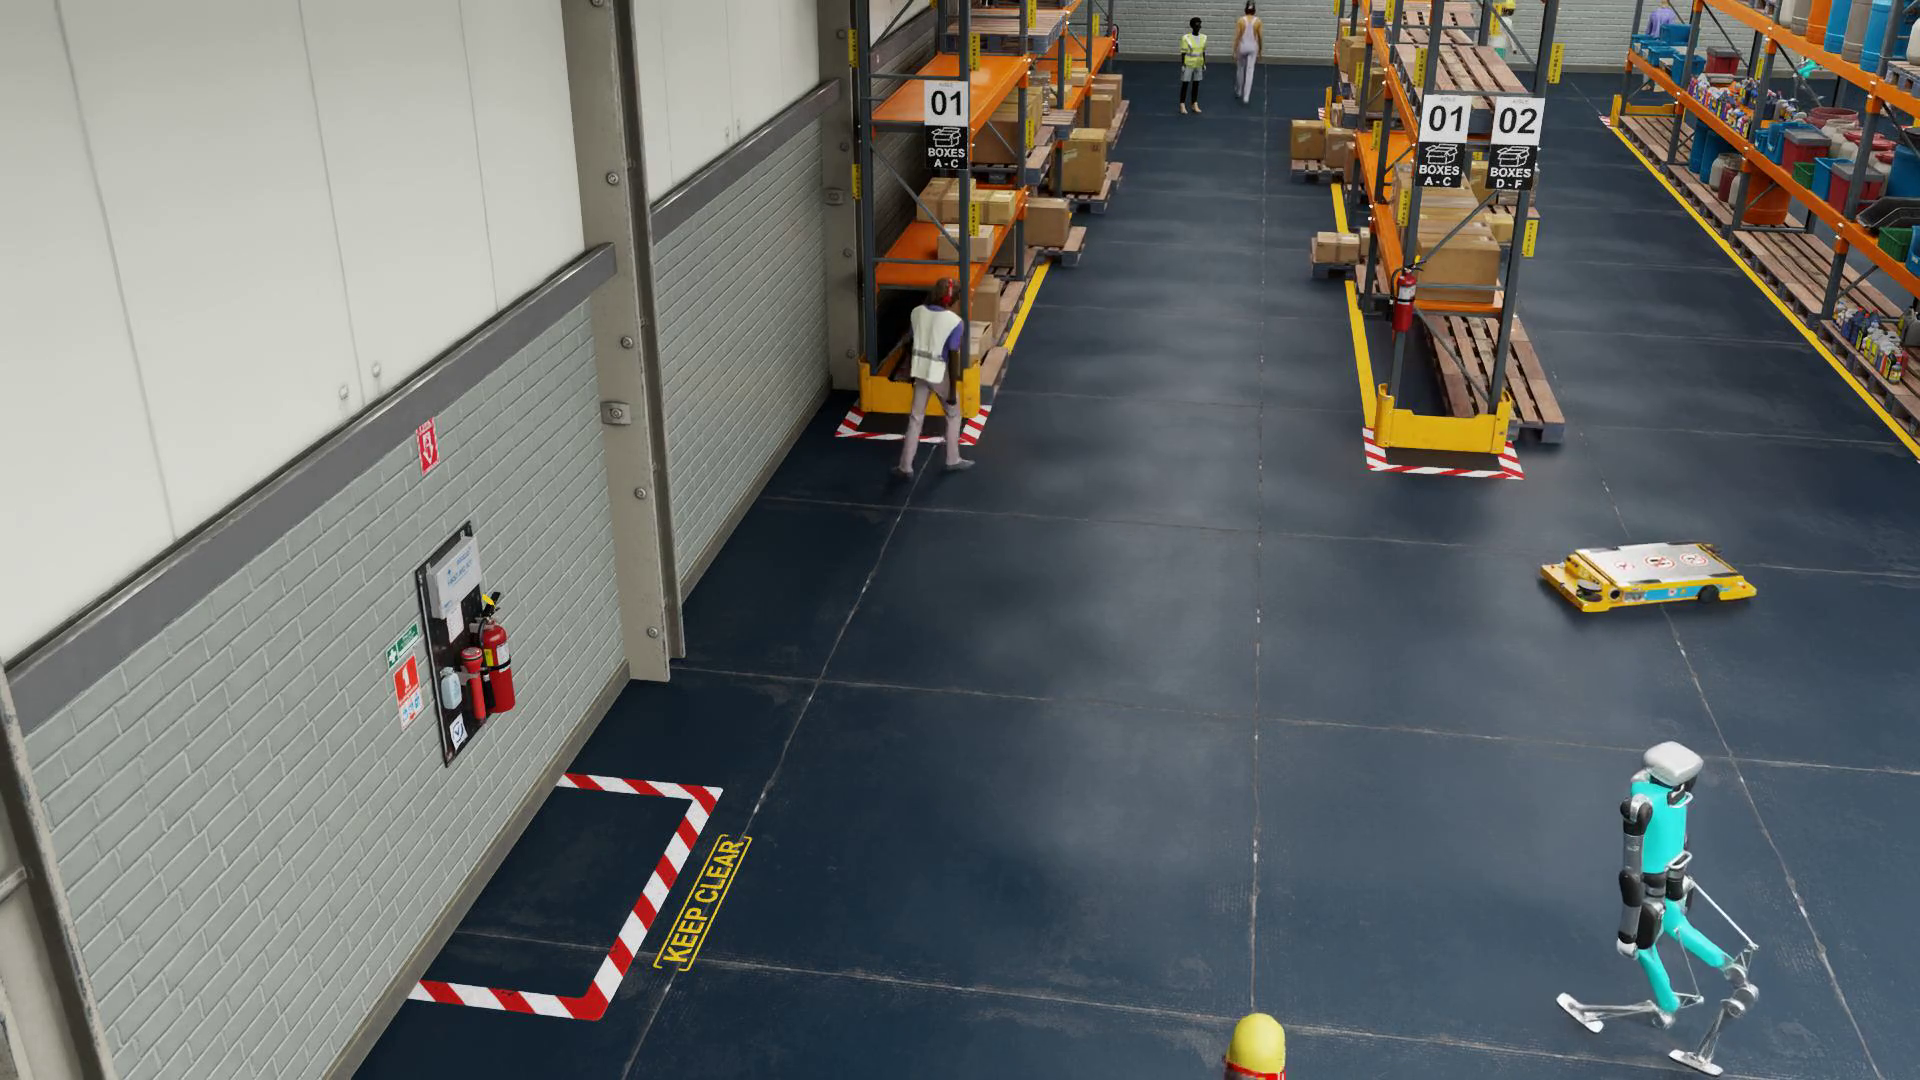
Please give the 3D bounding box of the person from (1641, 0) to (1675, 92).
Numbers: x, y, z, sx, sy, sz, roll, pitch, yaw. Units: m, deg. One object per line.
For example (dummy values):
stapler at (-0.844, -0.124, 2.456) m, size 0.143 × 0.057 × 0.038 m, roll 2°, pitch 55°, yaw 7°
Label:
person at (13.448, -9.554, 32.000) m, size 0.395 × 1.799 × 0.584 m, roll -20°, pitch 32°, yaw -36°

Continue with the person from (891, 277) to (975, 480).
person at (-0.250, -1.413, 14.582) m, size 0.634 × 1.796 × 0.675 m, roll 16°, pitch 30°, yaw 31°

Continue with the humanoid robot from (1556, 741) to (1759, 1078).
humanoid robot at (3.391, 1.807, 7.775) m, size 0.544 × 1.738 × 1.025 m, roll -21°, pitch 32°, yaw -38°

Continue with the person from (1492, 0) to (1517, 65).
person at (10.428, -9.424, 31.813) m, size 0.906 × 1.720 × 0.543 m, roll -2°, pitch 25°, yaw -3°

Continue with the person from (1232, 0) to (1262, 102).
person at (5.401, -9.203, 31.230) m, size 0.551 × 1.805 × 0.989 m, roll 3°, pitch 25°, yaw 5°

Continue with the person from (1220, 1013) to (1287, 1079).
person at (1.054, 2.470, 6.353) m, size 0.540 × 1.726 × 0.869 m, roll 4°, pitch 25°, yaw 8°

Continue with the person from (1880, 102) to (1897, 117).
person at (17.038, -8.421, 29.570) m, size 0.975 × 1.815 × 0.575 m, roll 1°, pitch 25°, yaw 2°

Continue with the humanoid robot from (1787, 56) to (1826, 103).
humanoid robot at (15.558, -8.821, 30.501) m, size 1.023 × 1.714 × 0.574 m, roll -5°, pitch 26°, yaw -12°

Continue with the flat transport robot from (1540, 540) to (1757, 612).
flat transport robot at (5.280, 0.277, 12.764) m, size 1.431 × 0.231 × 0.659 m, roll -4°, pitch 25°, yaw -9°

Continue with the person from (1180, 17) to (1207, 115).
person at (4.198, -8.543, 29.953) m, size 0.532 × 1.697 × 0.319 m, roll -11°, pitch 27°, yaw -22°
